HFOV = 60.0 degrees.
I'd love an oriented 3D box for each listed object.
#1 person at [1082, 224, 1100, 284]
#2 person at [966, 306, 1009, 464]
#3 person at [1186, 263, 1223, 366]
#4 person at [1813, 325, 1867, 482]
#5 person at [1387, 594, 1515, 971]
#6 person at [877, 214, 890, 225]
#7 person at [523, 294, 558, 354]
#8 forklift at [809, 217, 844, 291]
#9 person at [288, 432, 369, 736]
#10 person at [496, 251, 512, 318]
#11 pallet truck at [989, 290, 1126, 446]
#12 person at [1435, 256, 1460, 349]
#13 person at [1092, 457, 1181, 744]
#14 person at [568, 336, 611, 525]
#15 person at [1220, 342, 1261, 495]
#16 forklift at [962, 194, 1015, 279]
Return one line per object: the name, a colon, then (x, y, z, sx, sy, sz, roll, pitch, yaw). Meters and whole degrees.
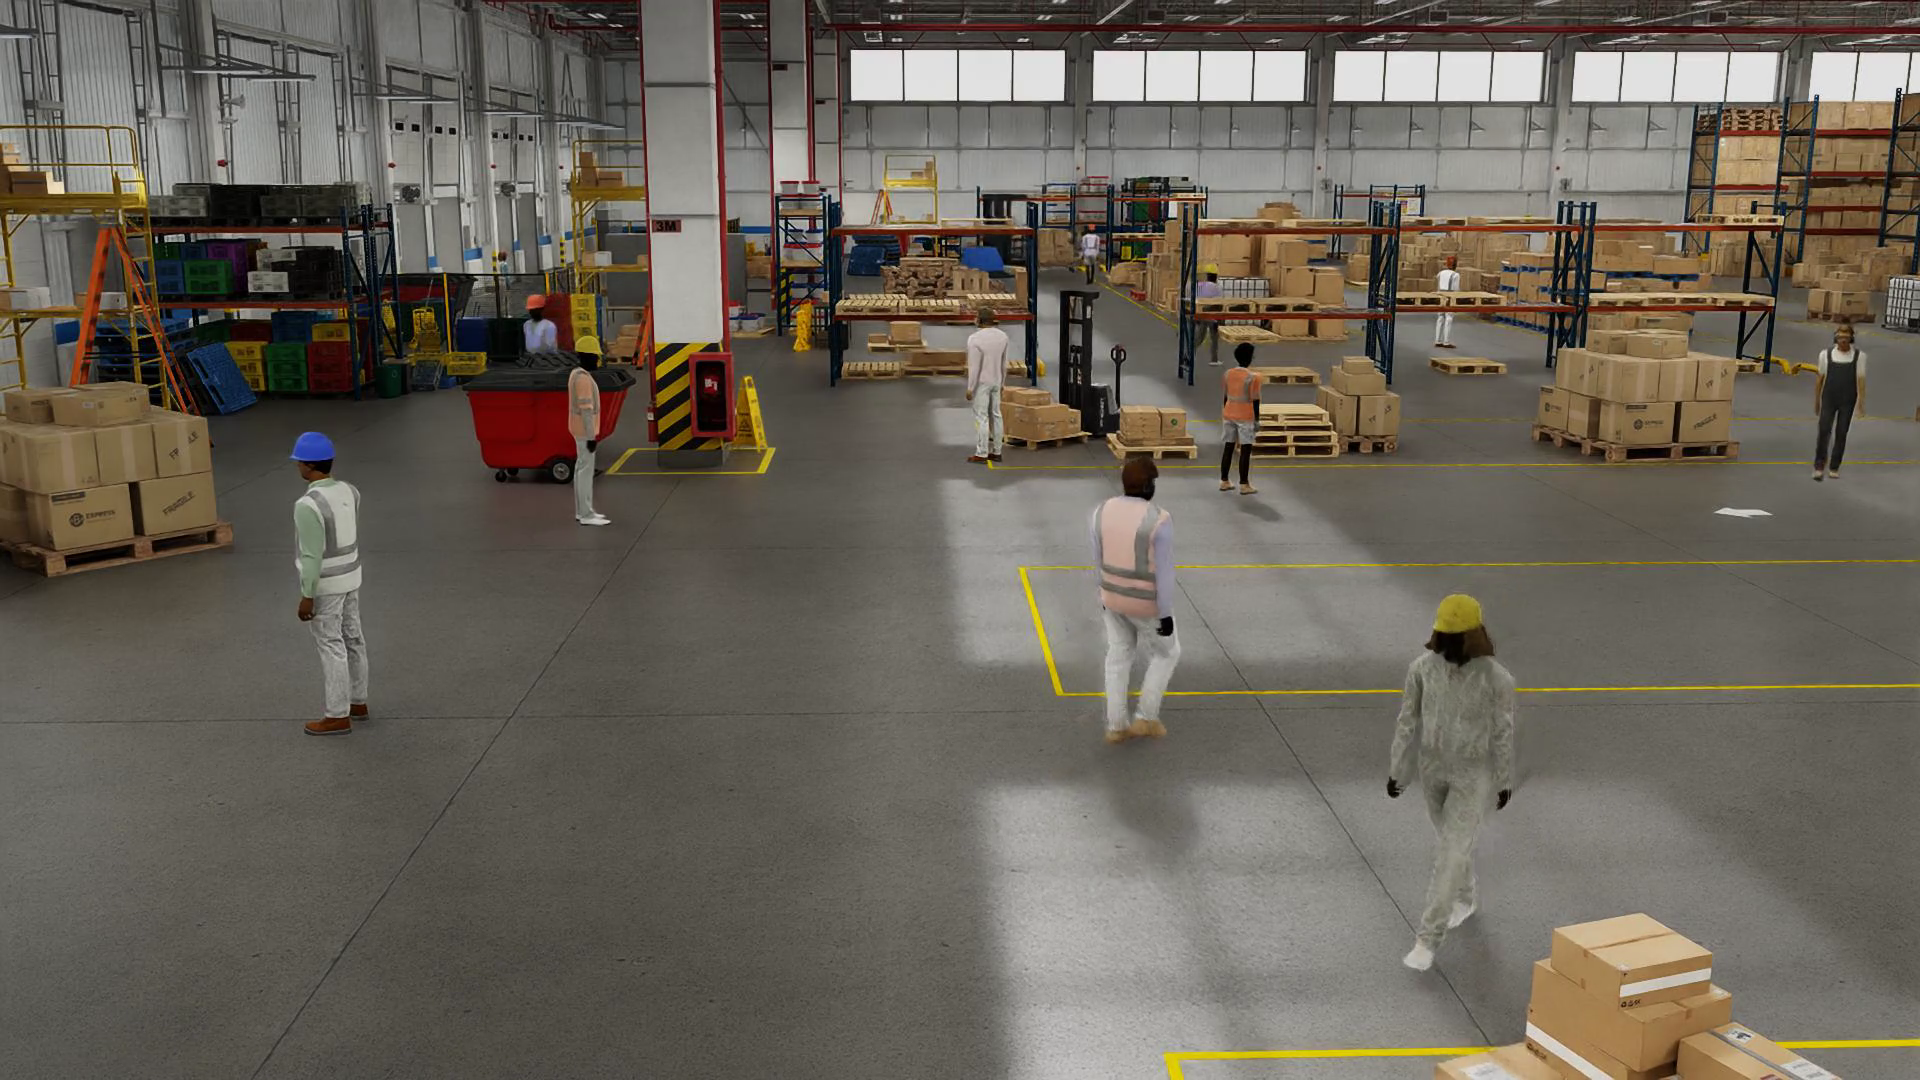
person: (4.192, -9.145, 53.207, 0.569, 1.921, 0.685, 0, 12, 2)
person: (0.320, -1.901, 20.446, 0.637, 1.938, 0.357, -12, 17, -43)
person: (4.524, -4.133, 30.617, 0.811, 1.898, 0.599, -10, 16, -39)
person: (10.157, -1.563, 19.214, 0.542, 1.800, 0.929, 7, 14, 27)
person: (2.224, 1.066, 7.597, 0.507, 1.687, 0.915, 10, 16, 38)
person: (-3.045, -11.775, 65.093, 0.633, 1.918, 0.672, 7, 14, 29)
person: (-5.757, -2.453, 23.025, 0.551, 1.911, 0.899, 5, 14, 23)
forklift: (-4.375, -8.619, 48.637, 1.873, 2.768, 1.129, 0, 12, -2)
person: (-4.021, 0.276, 10.599, 0.386, 1.948, 0.602, 2, 13, 7)
person: (-11.218, -6.261, 40.839, 0.319, 1.631, 0.525, -10, 16, -39)
pallet truck: (1.257, -2.299, 22.111, 1.885, 1.965, 0.823, -9, 15, -35)
person: (9.897, -4.808, 33.732, 0.350, 1.877, 0.567, -7, 14, -27)
person: (1.121, 0.385, 10.389, 0.511, 1.822, 0.657, -12, 17, -43)
person: (-3.787, -1.112, 16.926, 0.383, 1.922, 0.587, -4, 13, -18)
person: (3.131, -1.356, 18.561, 0.321, 1.694, 0.534, -10, 16, -39)
forklift: (1.071, -10.094, 55.295, 1.873, 2.768, 1.129, -7, 14, -30)
